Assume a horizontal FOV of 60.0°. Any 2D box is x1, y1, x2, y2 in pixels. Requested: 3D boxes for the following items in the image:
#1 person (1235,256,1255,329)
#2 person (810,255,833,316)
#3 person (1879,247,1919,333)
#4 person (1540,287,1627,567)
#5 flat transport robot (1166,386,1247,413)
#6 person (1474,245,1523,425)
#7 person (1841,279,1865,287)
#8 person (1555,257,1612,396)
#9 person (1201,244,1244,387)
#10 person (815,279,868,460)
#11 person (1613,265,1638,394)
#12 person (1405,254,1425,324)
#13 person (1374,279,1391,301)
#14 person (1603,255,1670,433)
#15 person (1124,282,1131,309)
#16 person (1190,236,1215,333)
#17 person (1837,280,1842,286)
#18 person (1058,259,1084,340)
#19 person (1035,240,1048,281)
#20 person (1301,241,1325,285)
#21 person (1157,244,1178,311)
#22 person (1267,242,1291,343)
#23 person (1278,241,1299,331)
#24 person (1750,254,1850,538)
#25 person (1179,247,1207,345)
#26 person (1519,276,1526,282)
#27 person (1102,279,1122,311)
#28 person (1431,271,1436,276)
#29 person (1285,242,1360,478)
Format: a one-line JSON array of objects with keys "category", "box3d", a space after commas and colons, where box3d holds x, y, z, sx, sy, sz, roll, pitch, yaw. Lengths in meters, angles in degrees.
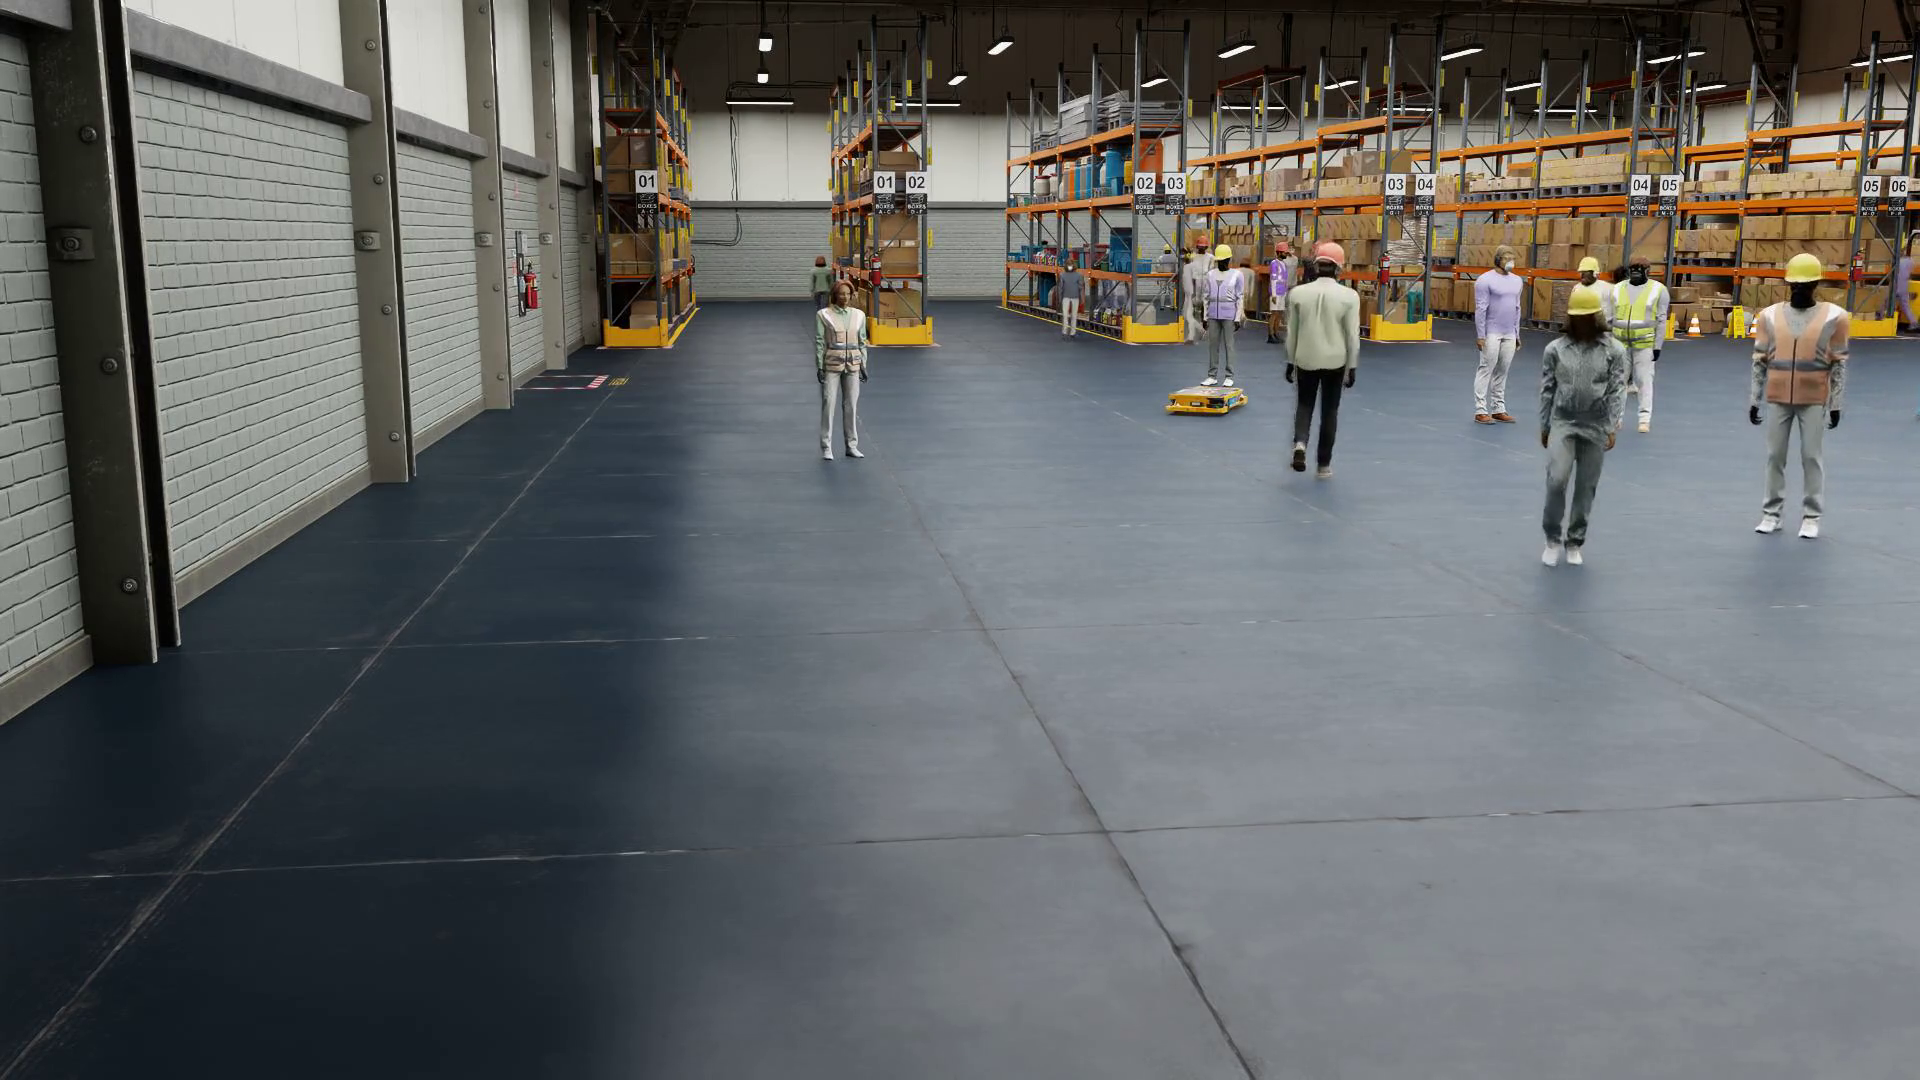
[{"category": "person", "box3d": [6.227, -5.418, 36.482, 0.525, 1.602, 0.640, -2, 11, -11]}, {"category": "person", "box3d": [-3.075, -5.514, 36.969, 0.500, 1.637, 0.323, -1, 10, -4]}, {"category": "person", "box3d": [19.877, -5.304, 35.179, 0.624, 1.861, 0.947, -7, 12, -32]}, {"category": "person", "box3d": [3.804, -0.677, 10.194, 0.486, 1.720, 0.540, 4, 11, 19]}, {"category": "flat transport robot", "box3d": [2.907, -1.654, 19.514, 0.652, 0.197, 1.431, 4, 11, 21]}, {"category": "person", "box3d": [5.855, -2.227, 18.083, 0.632, 1.940, 0.372, -5, 12, -28]}, {"category": "person", "box3d": [19.615, -5.427, 36.534, 0.523, 1.606, 0.808, -2, 10, -9]}, {"category": "person", "box3d": [7.934, -2.664, 20.952, 0.979, 1.780, 0.585, -8, 13, -38]}, {"category": "person", "box3d": [3.565, -3.048, 22.623, 0.586, 1.924, 0.370, 7, 13, 35]}, {"category": "person", "box3d": [-1.086, -1.557, 15.224, 0.514, 1.642, 0.309, -5, 12, -27]}, {"category": "person", "box3d": [8.479, -2.720, 21.530, 0.534, 1.664, 0.786, -10, 14, -44]}, {"category": "person", "box3d": [9.660, -5.223, 35.043, 0.557, 1.731, 0.802, -1, 10, -6]}, {"category": "person", "box3d": [10.971, -6.661, 43.243, 0.513, 1.630, 0.318, -4, 11, -22]}, {"category": "person", "box3d": [7.001, -2.033, 17.308, 0.626, 1.837, 0.430, 8, 13, 38]}, {"category": "person", "box3d": [4.265, -6.458, 41.607, 0.328, 1.826, 0.752, -1, 10, -4]}, {"category": "person", "box3d": [5.112, -5.415, 35.304, 0.605, 2.033, 0.392, -1, 10, -6]}, {"category": "person", "box3d": [19.785, -5.659, 37.030, 0.674, 1.889, 0.423, -6, 12, -28]}, {"category": "person", "box3d": [2.181, -4.709, 32.634, 0.519, 1.589, 0.836, 1, 10, 3]}, {"category": "person", "box3d": [2.492, -7.935, 49.395, 0.611, 1.938, 0.853, -2, 11, -13]}, {"category": "person", "box3d": [6.864, -4.743, 31.873, 0.632, 1.950, 1.015, -3, 11, -14]}, {"category": "person", "box3d": [5.647, -7.136, 45.273, 0.590, 1.837, 0.404, 0, 10, 2]}, {"category": "person", "box3d": [6.101, -4.710, 31.743, 0.382, 1.930, 0.540, 8, 13, 36]}, {"category": "person", "box3d": [7.078, -5.490, 36.008, 0.625, 1.931, 0.374, -8, 13, -37]}, {"category": "person", "box3d": [5.659, -0.968, 11.271, 0.587, 1.913, 0.430, 8, 13, 39]}, {"category": "person", "box3d": [4.408, -4.608, 31.406, 0.582, 1.845, 0.608, -4, 11, -20]}, {"category": "person", "box3d": [14.177, -6.666, 42.458, 0.542, 1.921, 0.432, 0, 10, -1]}, {"category": "person", "box3d": [4.074, -7.029, 44.974, 0.554, 1.719, 0.880, -4, 11, -23]}, {"category": "person", "box3d": [14.188, -8.040, 50.007, 0.748, 1.911, 0.562, 8, 13, 38]}, {"category": "person", "box3d": [3.041, -1.497, 13.968, 0.635, 1.976, 0.513, 4, 11, 23]}]
